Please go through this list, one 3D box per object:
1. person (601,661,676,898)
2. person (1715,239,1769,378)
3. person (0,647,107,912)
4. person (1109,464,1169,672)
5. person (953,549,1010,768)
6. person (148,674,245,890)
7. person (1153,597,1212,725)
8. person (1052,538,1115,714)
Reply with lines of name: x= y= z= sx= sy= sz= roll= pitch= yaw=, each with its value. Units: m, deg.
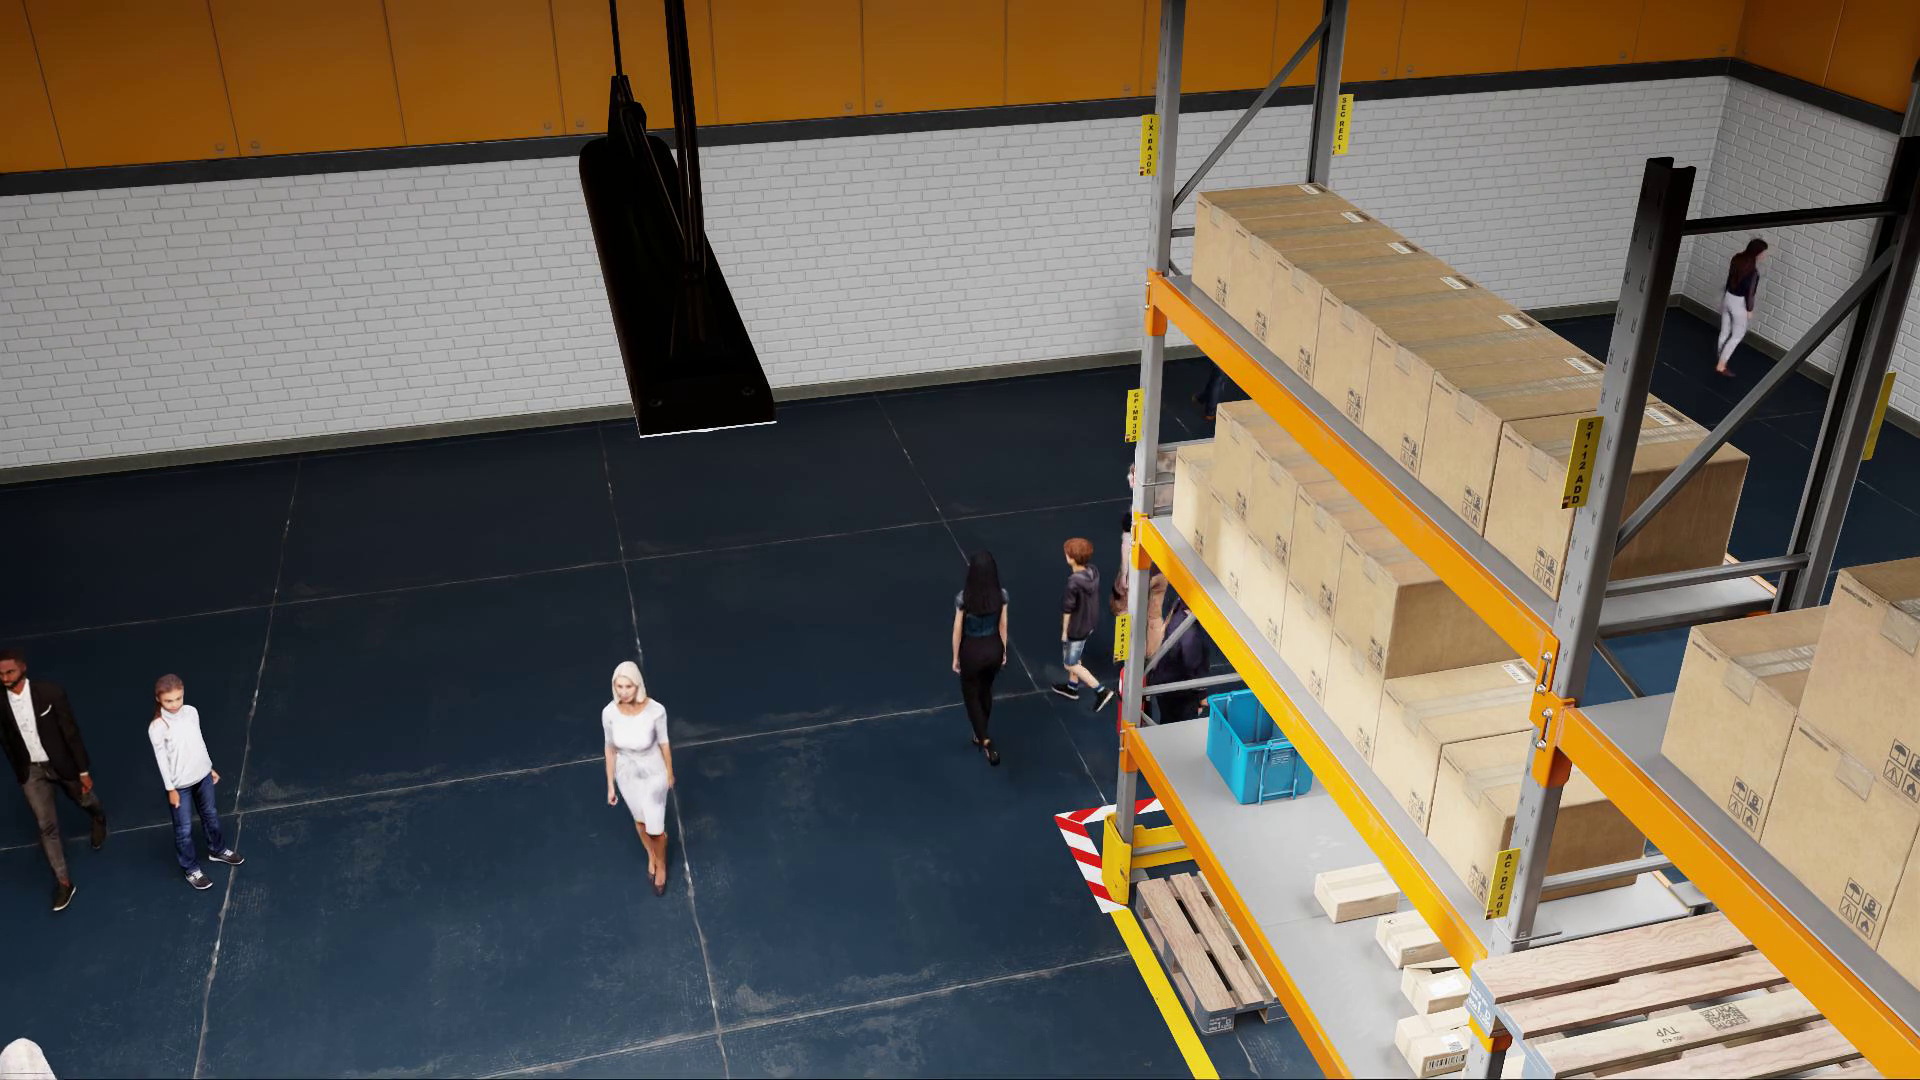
person: x=-2.074 y=1.495 z=10.868 sx=0.645 sy=1.733 sz=0.689 roll=0 pitch=29 yaw=1
person: x=8.679 y=-2.632 z=18.579 sx=0.752 sy=1.594 sz=0.493 roll=-13 pitch=31 yaw=-23
person: x=-5.934 y=1.449 z=10.920 sx=0.682 sy=1.763 sz=1.150 roll=-7 pitch=29 yaw=-12
person: x=1.515 y=0.267 z=13.028 sx=0.778 sy=1.820 sz=0.769 roll=-19 pitch=34 yaw=-31
person: x=0.176 y=0.899 z=11.979 sx=0.568 sy=1.716 sz=0.893 roll=-7 pitch=29 yaw=-12
person: x=-5.091 y=1.550 z=10.950 sx=0.692 sy=1.557 sz=0.628 roll=15 pitch=32 yaw=25
person: x=1.507 y=1.015 z=11.837 sx=0.858 sy=1.647 sz=0.698 roll=-1 pitch=29 yaw=-3
person: x=0.948 y=0.667 z=12.699 sx=0.894 sy=1.432 sz=0.819 roll=18 pitch=33 yaw=29
